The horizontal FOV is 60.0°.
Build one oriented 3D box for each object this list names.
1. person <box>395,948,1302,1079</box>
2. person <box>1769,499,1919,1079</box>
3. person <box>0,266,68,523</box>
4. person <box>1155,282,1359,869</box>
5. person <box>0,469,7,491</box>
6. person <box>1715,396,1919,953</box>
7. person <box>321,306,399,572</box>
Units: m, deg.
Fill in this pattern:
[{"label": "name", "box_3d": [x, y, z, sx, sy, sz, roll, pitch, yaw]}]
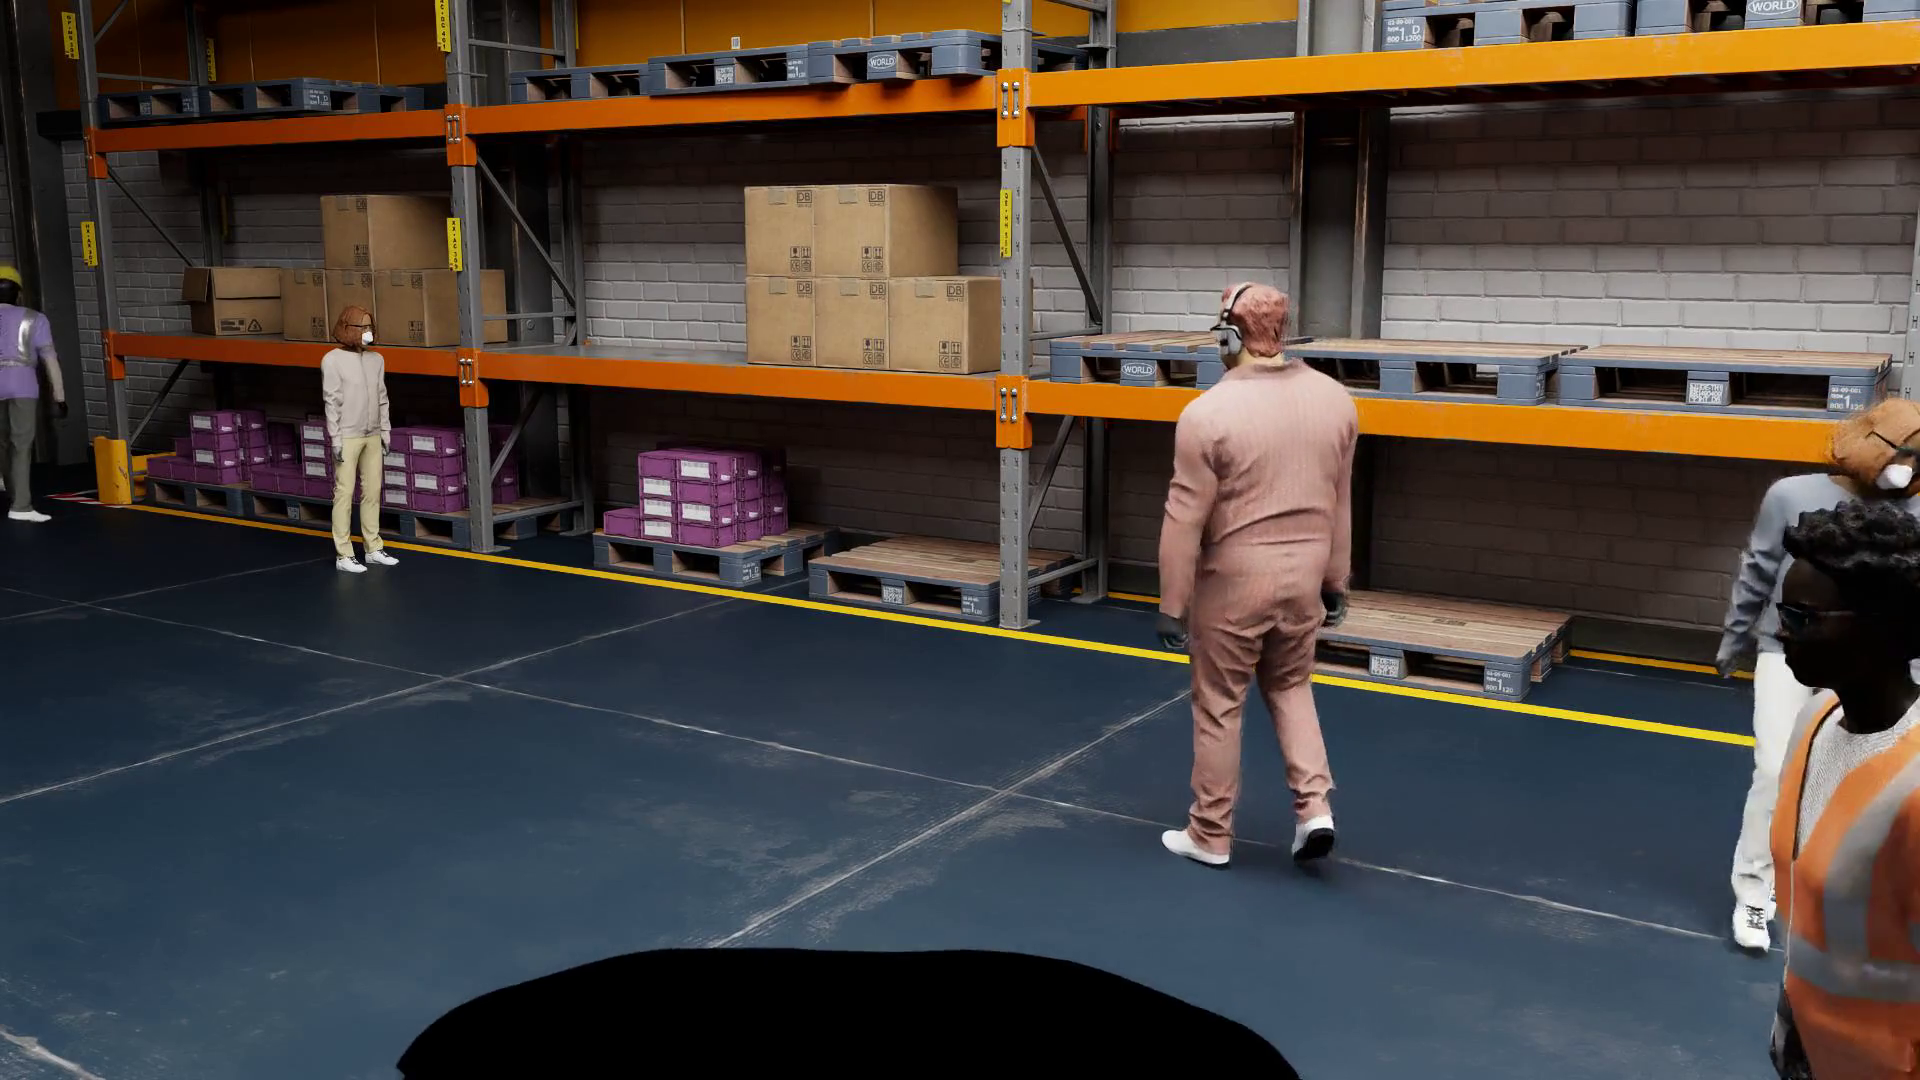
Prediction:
[{"label": "person", "box_3d": [-0.072, 0.889, 1.042, 0.589, 1.920, 0.398, 0, 10, -2]}, {"label": "person", "box_3d": [1.351, 0.768, 2.420, 0.833, 1.645, 0.559, 2, 10, 9]}, {"label": "person", "box_3d": [-6.914, -1.071, 12.157, 0.682, 1.821, 1.036, -3, 11, -14]}, {"label": "person", "box_3d": [0.921, 0.139, 5.263, 0.691, 1.894, 0.539, -4, 11, -23]}, {"label": "person", "box_3d": [-7.759, -1.261, 13.154, 0.564, 1.841, 0.797, -7, 12, -33]}, {"label": "person", "box_3d": [2.459, 0.382, 4.727, 0.570, 1.591, 0.633, 5, 11, 24]}, {"label": "person", "box_3d": [-3.694, -0.621, 10.222, 0.277, 1.629, 0.497, 5, 11, 25]}]
